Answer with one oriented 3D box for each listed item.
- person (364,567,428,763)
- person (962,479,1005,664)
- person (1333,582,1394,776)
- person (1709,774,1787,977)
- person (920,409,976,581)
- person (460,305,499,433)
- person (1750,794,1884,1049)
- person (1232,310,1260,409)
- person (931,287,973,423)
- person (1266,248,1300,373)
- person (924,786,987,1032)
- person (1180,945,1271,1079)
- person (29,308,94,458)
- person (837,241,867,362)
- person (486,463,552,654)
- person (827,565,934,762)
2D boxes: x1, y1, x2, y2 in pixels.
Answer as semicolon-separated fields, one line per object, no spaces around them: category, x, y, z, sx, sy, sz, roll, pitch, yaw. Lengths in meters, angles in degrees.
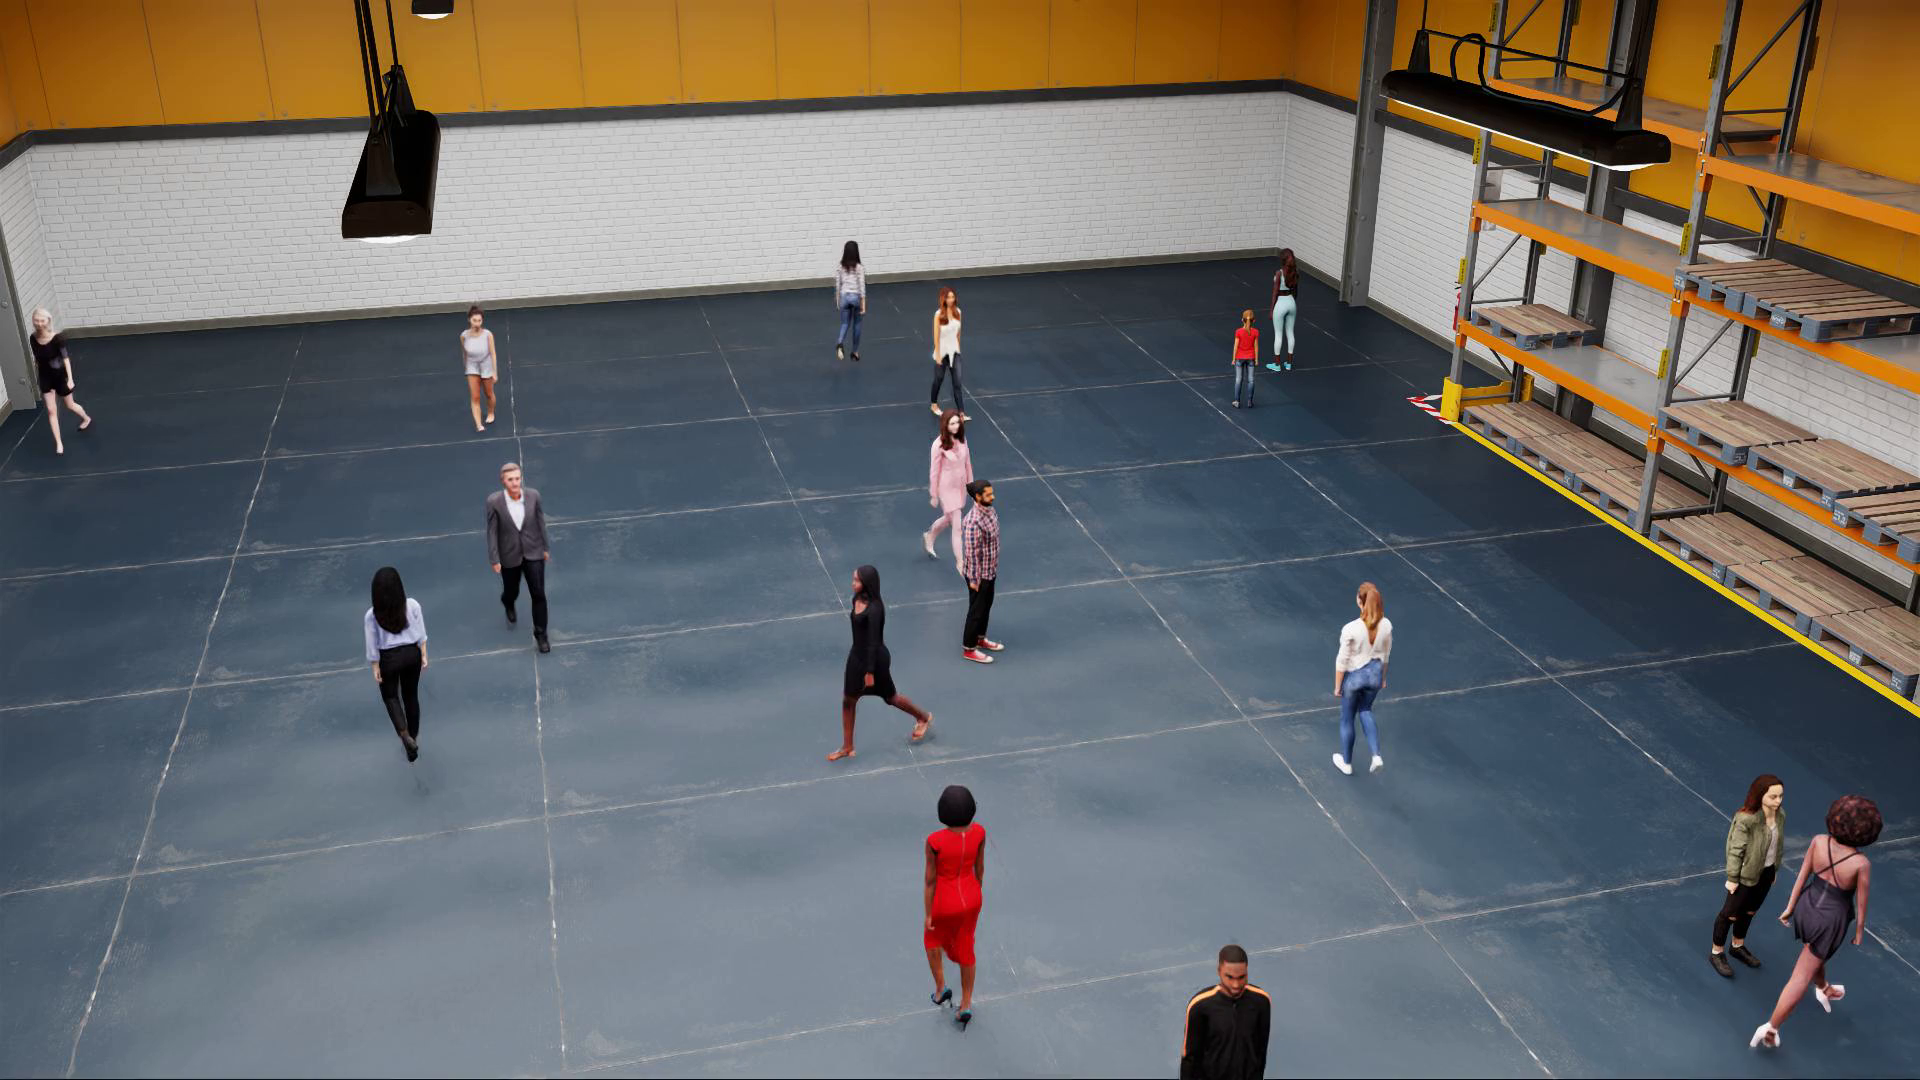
person;-4.523;1.050;13.474;0.791;1.730;0.949;-13;27;-28
person;0.190;0.258;15.250;0.836;1.759;0.726;7;25;15
person;3.242;1.157;13.250;0.613;1.713;0.762;-6;24;-14
person;5.287;2.216;11.123;0.605;1.475;0.548;-10;25;-21
person;-0.137;-0.503;16.987;0.976;1.762;1.211;-21;31;-40
person;-6.077;-2.193;21.069;0.631;1.589;1.012;-2;24;-5
person;5.272;2.433;10.308;0.822;1.730;1.118;-13;27;-27
person;3.747;-2.379;21.844;0.542;1.309;0.547;1;24;2
person;-0.223;-2.376;21.300;0.818;1.738;1.161;-14;27;-29
person;4.536;-3.222;23.252;0.583;1.726;0.559;-9;25;-20
person;-0.002;2.360;10.476;0.627;1.730;0.677;-9;25;-20
person;1.423;2.937;9.123;0.841;1.757;1.265;-1;24;-2
person;-11.007;-1.964;20.301;0.766;1.783;1.174;0;24;0
person;-1.561;-3.282;23.330;0.917;1.772;1.047;8;25;18
person;-4.118;0.117;15.508;0.866;1.810;1.156;-11;26;-24
person;-0.658;1.006;13.632;0.895;1.683;1.191;-13;27;-27
